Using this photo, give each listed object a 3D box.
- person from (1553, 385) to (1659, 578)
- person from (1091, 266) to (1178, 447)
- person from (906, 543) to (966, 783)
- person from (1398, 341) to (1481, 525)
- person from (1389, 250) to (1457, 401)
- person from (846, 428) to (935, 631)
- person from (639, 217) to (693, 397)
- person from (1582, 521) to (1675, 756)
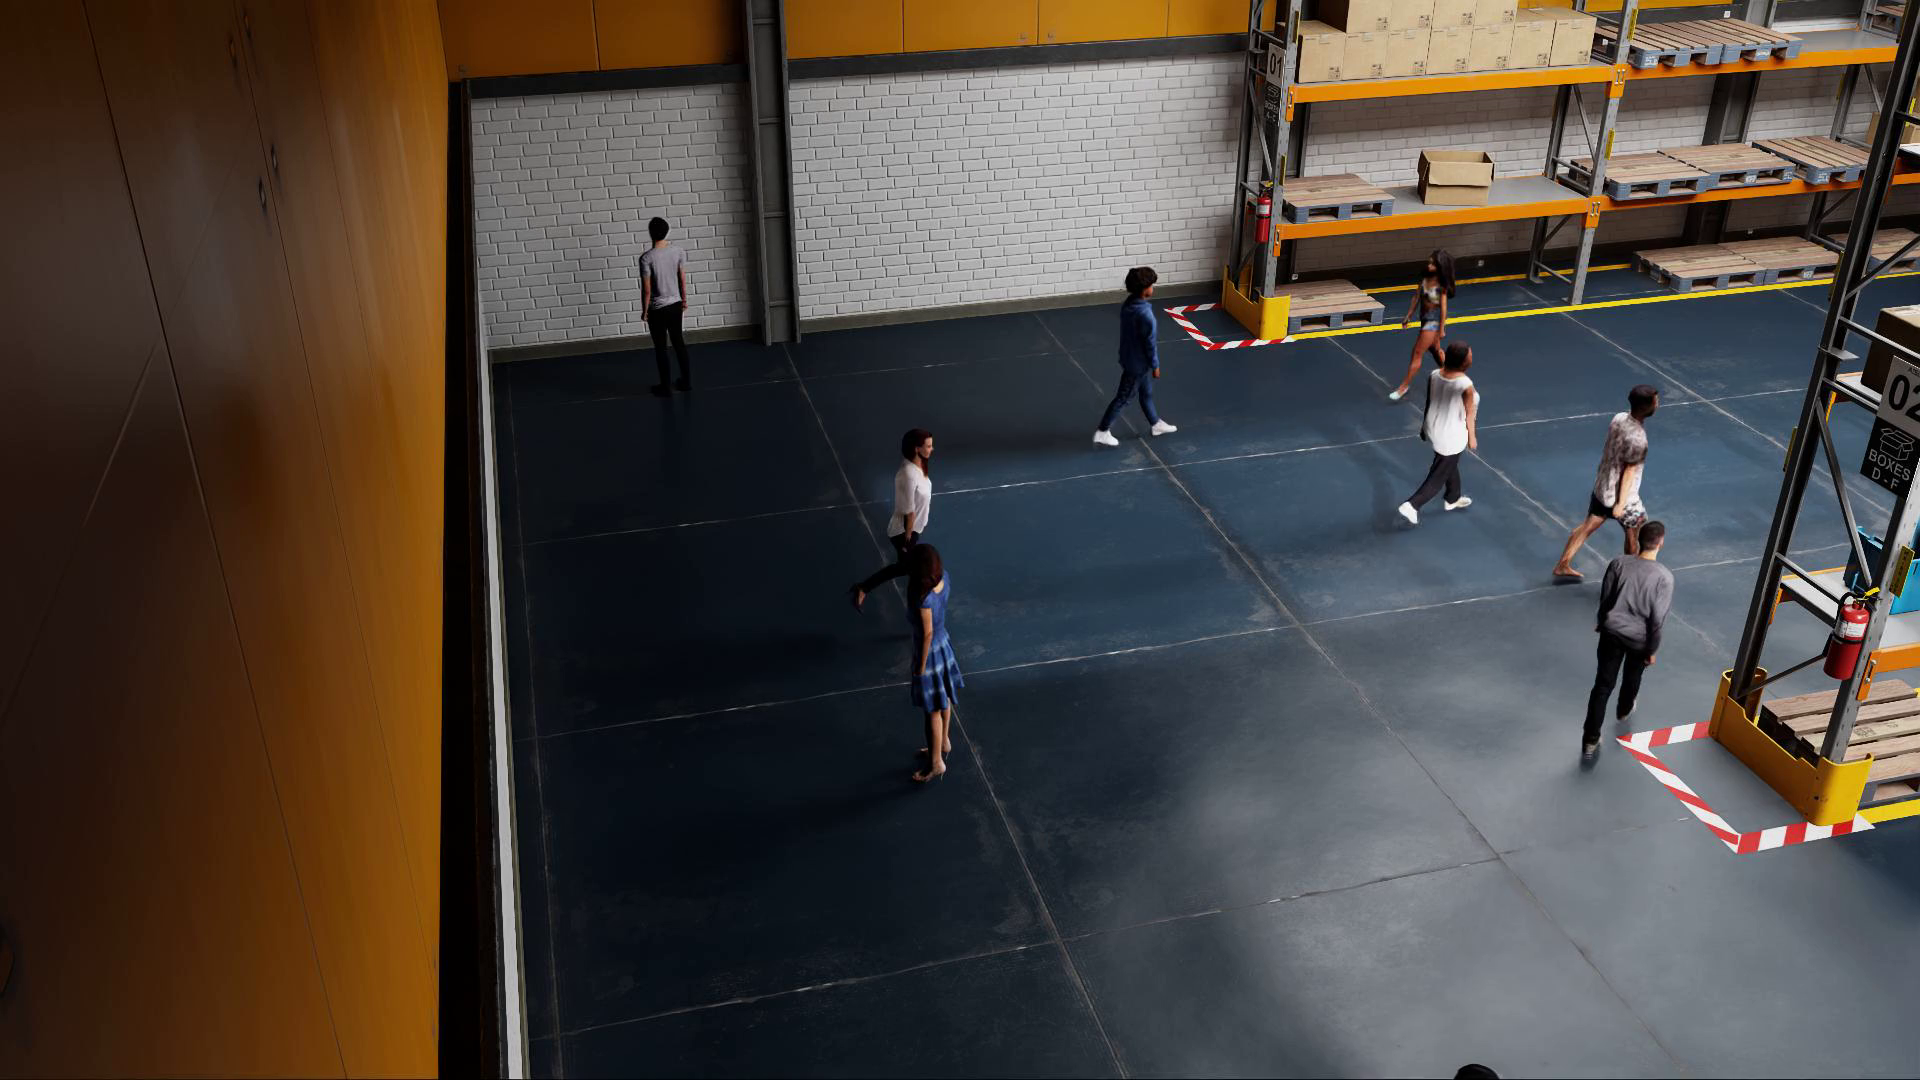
[{"bbox_3d":[5.264,-0.423,13.533,1.164,1.778,0.821,-2,29,-4],"label":"person"},{"bbox_3d":[1.611,-1.712,15.902,1.139,1.771,0.682,-8,30,-14],"label":"person"},{"bbox_3d":[-0.204,0.817,11.229,0.756,1.807,0.760,7,29,12],"label":"person"},{"bbox_3d":[4.227,-0.912,14.557,1.089,1.655,0.673,-9,30,-15],"label":"person"},{"bbox_3d":[4.860,-2.191,16.977,1.019,1.584,0.565,-8,30,-15],"label":"person"},{"bbox_3d":[-0.518,-0.037,12.844,1.063,1.760,0.828,3,29,5],"label":"person"},{"bbox_3d":[-3.026,-2.386,17.043,0.650,1.862,0.812,-23,36,-35],"label":"person"},{"bbox_3d":[4.586,0.710,11.519,1.075,1.716,1.199,19,34,31],"label":"person"}]
